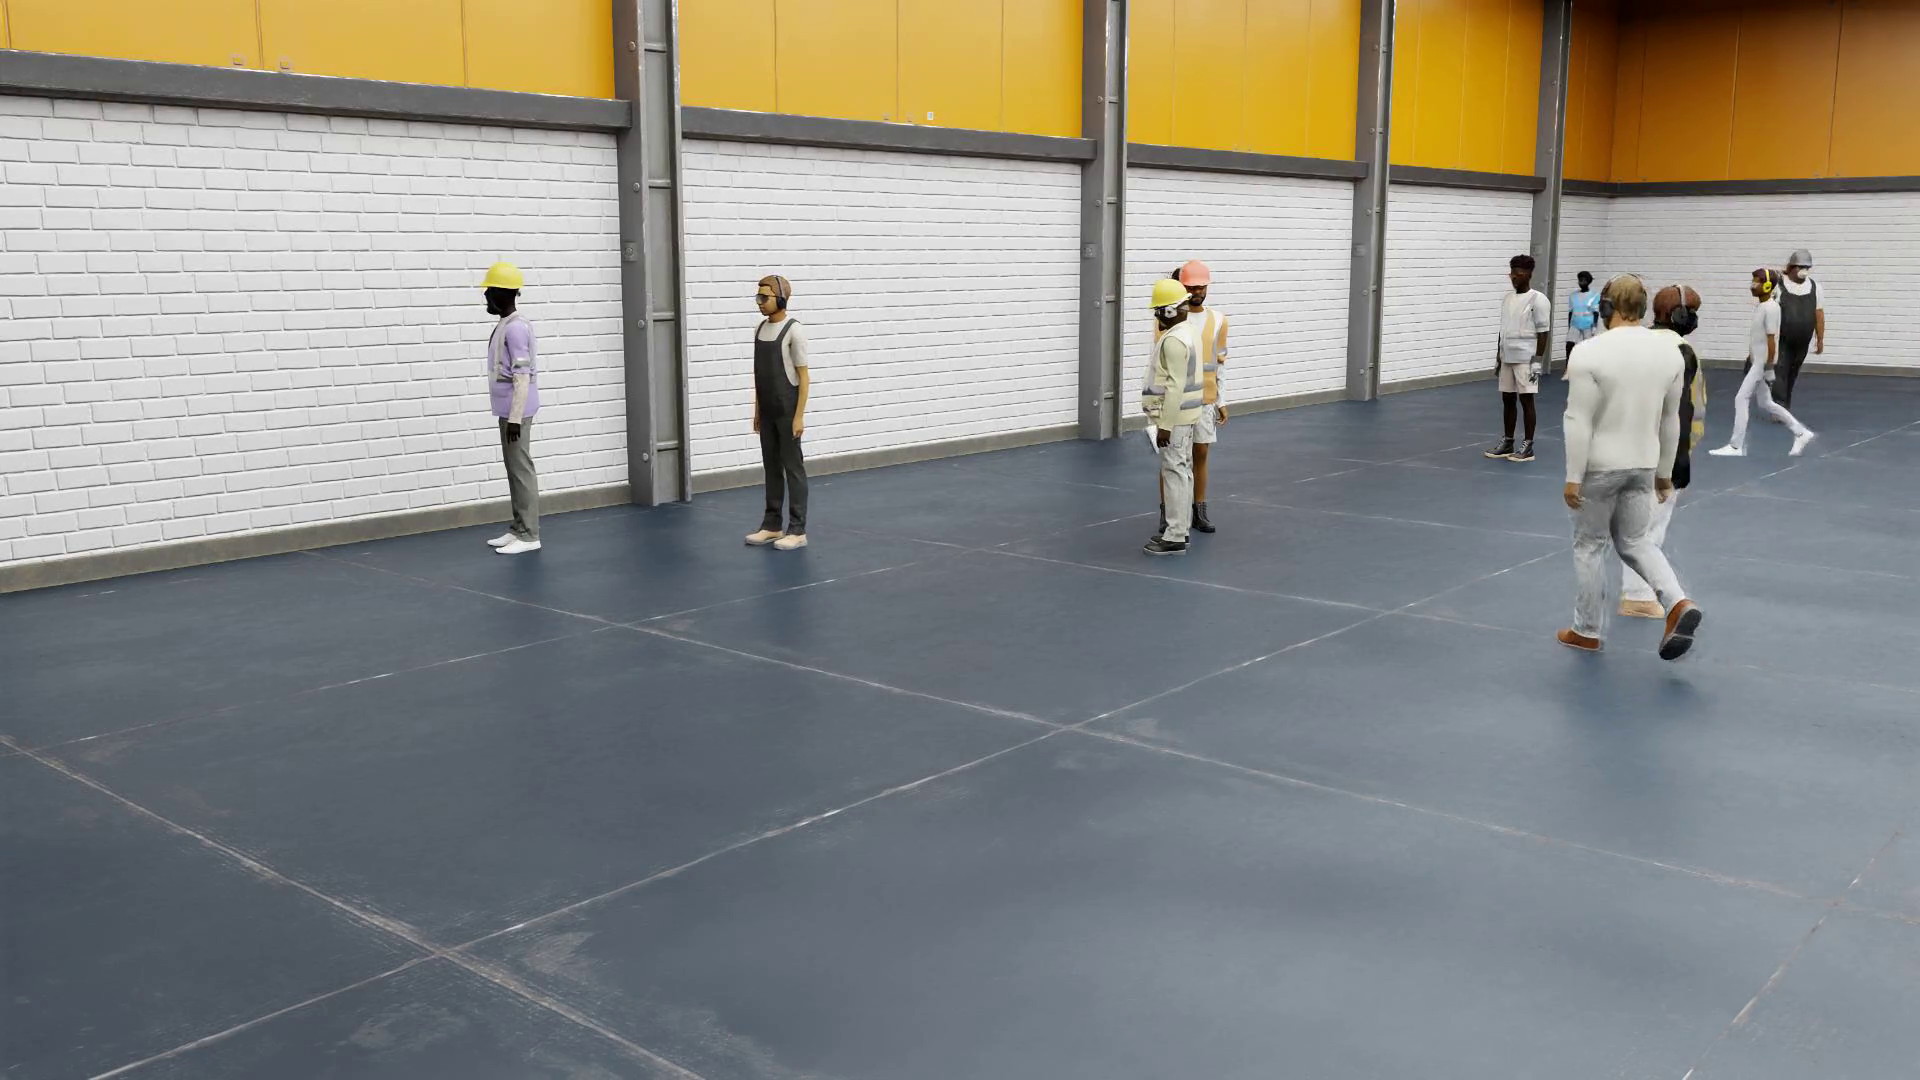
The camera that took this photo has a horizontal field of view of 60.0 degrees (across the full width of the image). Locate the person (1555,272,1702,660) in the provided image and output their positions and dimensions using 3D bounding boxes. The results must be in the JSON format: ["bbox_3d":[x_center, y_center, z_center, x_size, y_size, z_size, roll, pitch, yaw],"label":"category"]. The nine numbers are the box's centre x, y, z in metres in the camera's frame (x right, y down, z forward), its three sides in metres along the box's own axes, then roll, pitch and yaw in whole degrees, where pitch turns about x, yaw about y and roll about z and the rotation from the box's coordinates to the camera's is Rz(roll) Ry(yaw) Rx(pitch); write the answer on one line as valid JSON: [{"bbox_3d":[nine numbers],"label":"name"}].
[{"bbox_3d":[3.253,-0.333,8.077,0.635,1.915,0.770,-3,10,-16],"label":"person"}]

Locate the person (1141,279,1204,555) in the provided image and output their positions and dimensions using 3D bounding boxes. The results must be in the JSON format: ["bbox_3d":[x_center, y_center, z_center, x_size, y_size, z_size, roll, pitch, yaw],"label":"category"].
[{"bbox_3d":[1.400,-0.809,11.012,0.403,1.822,0.589,3,10,17],"label":"person"}]

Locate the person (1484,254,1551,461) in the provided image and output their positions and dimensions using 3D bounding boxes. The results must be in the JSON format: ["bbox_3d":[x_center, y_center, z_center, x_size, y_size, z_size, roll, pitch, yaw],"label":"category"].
[{"bbox_3d":[5.327,-1.735,15.868,0.361,1.964,0.615,-4,11,-22],"label":"person"}]

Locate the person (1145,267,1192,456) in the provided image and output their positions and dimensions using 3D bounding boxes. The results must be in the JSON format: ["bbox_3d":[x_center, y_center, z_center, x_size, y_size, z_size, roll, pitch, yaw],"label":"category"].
[{"bbox_3d":[2.090,-1.698,15.982,0.696,1.856,0.522,-6,12,-30],"label":"person"}]

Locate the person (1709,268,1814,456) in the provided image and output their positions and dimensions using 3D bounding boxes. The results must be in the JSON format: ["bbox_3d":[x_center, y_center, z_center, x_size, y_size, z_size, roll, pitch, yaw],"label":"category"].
[{"bbox_3d":[7.840,-1.711,16.121,0.867,1.840,0.526,4,11,22],"label":"person"}]

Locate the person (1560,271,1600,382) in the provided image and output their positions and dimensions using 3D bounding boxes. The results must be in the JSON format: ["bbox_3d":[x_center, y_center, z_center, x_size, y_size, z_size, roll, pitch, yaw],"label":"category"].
[{"bbox_3d":[9.319,-3.186,24.966,0.538,1.677,0.630,9,13,41],"label":"person"}]

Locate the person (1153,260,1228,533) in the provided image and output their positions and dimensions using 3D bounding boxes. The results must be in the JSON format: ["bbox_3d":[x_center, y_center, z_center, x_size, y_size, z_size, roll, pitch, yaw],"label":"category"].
[{"bbox_3d":[1.642,-1.008,11.811,0.543,1.939,0.361,-1,10,-8],"label":"person"}]

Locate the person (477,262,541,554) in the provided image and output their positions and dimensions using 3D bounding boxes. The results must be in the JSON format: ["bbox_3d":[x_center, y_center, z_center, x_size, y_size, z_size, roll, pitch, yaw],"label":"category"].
[{"bbox_3d":[-2.994,-0.872,11.073,0.370,1.927,0.588,-4,11,-23],"label":"person"}]

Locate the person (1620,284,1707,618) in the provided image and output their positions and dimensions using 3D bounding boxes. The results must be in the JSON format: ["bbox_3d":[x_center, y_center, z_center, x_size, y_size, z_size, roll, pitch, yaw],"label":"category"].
[{"bbox_3d":[3.855,-0.487,9.253,0.520,1.829,0.654,0,10,0],"label":"person"}]

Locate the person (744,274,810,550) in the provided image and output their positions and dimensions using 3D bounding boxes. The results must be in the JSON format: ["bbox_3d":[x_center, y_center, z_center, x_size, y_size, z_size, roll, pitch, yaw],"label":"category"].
[{"bbox_3d":[-1.220,-0.856,11.212,0.350,1.846,0.506,-10,14,-44],"label":"person"}]

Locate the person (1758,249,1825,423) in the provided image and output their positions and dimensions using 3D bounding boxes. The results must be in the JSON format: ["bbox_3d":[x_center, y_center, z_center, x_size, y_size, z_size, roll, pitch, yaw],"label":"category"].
[{"bbox_3d":[9.659,-2.363,19.237,0.703,2.000,0.925,0,10,2],"label":"person"}]
